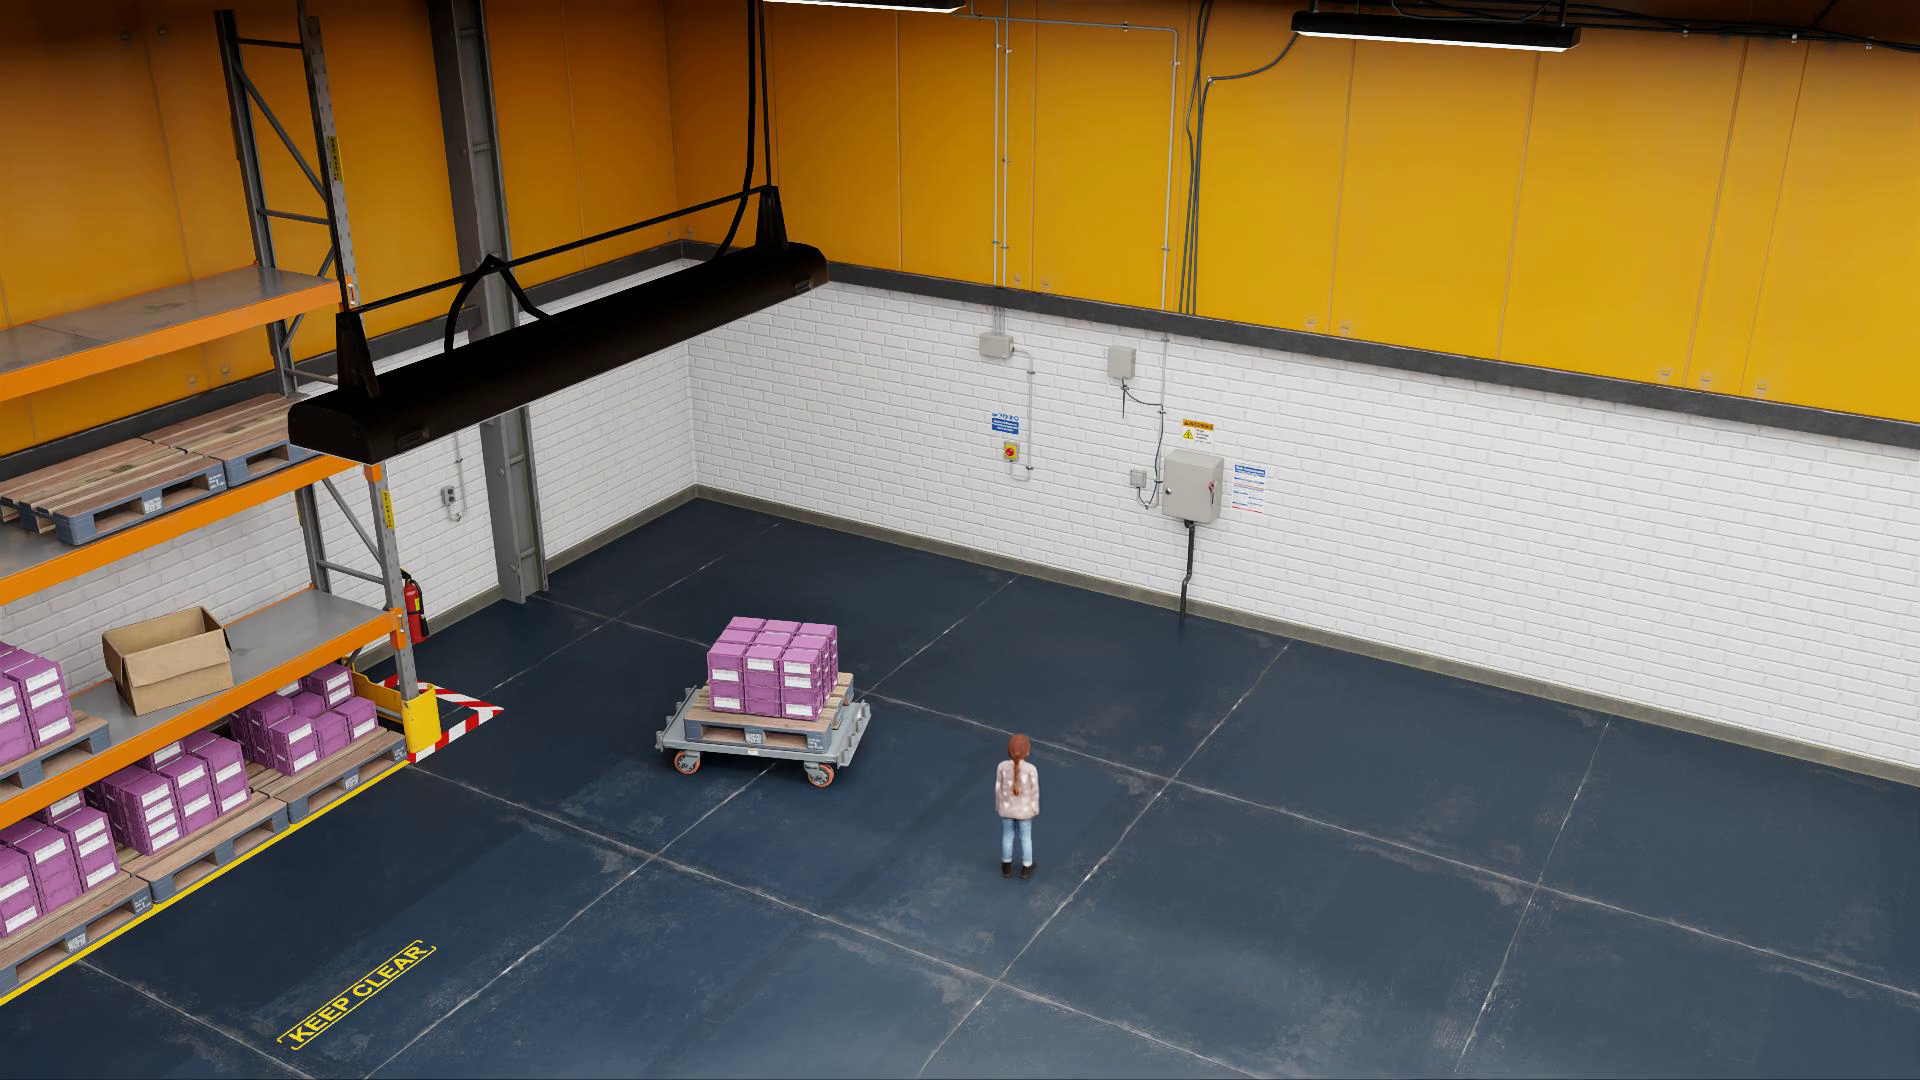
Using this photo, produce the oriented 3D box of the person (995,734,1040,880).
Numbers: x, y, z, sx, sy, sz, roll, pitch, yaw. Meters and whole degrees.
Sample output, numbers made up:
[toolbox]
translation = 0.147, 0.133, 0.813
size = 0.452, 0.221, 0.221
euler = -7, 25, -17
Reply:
[person]
translation = 0.420, 1.970, 12.319
size = 0.528, 1.194, 0.541
euler = 5, 24, 12
